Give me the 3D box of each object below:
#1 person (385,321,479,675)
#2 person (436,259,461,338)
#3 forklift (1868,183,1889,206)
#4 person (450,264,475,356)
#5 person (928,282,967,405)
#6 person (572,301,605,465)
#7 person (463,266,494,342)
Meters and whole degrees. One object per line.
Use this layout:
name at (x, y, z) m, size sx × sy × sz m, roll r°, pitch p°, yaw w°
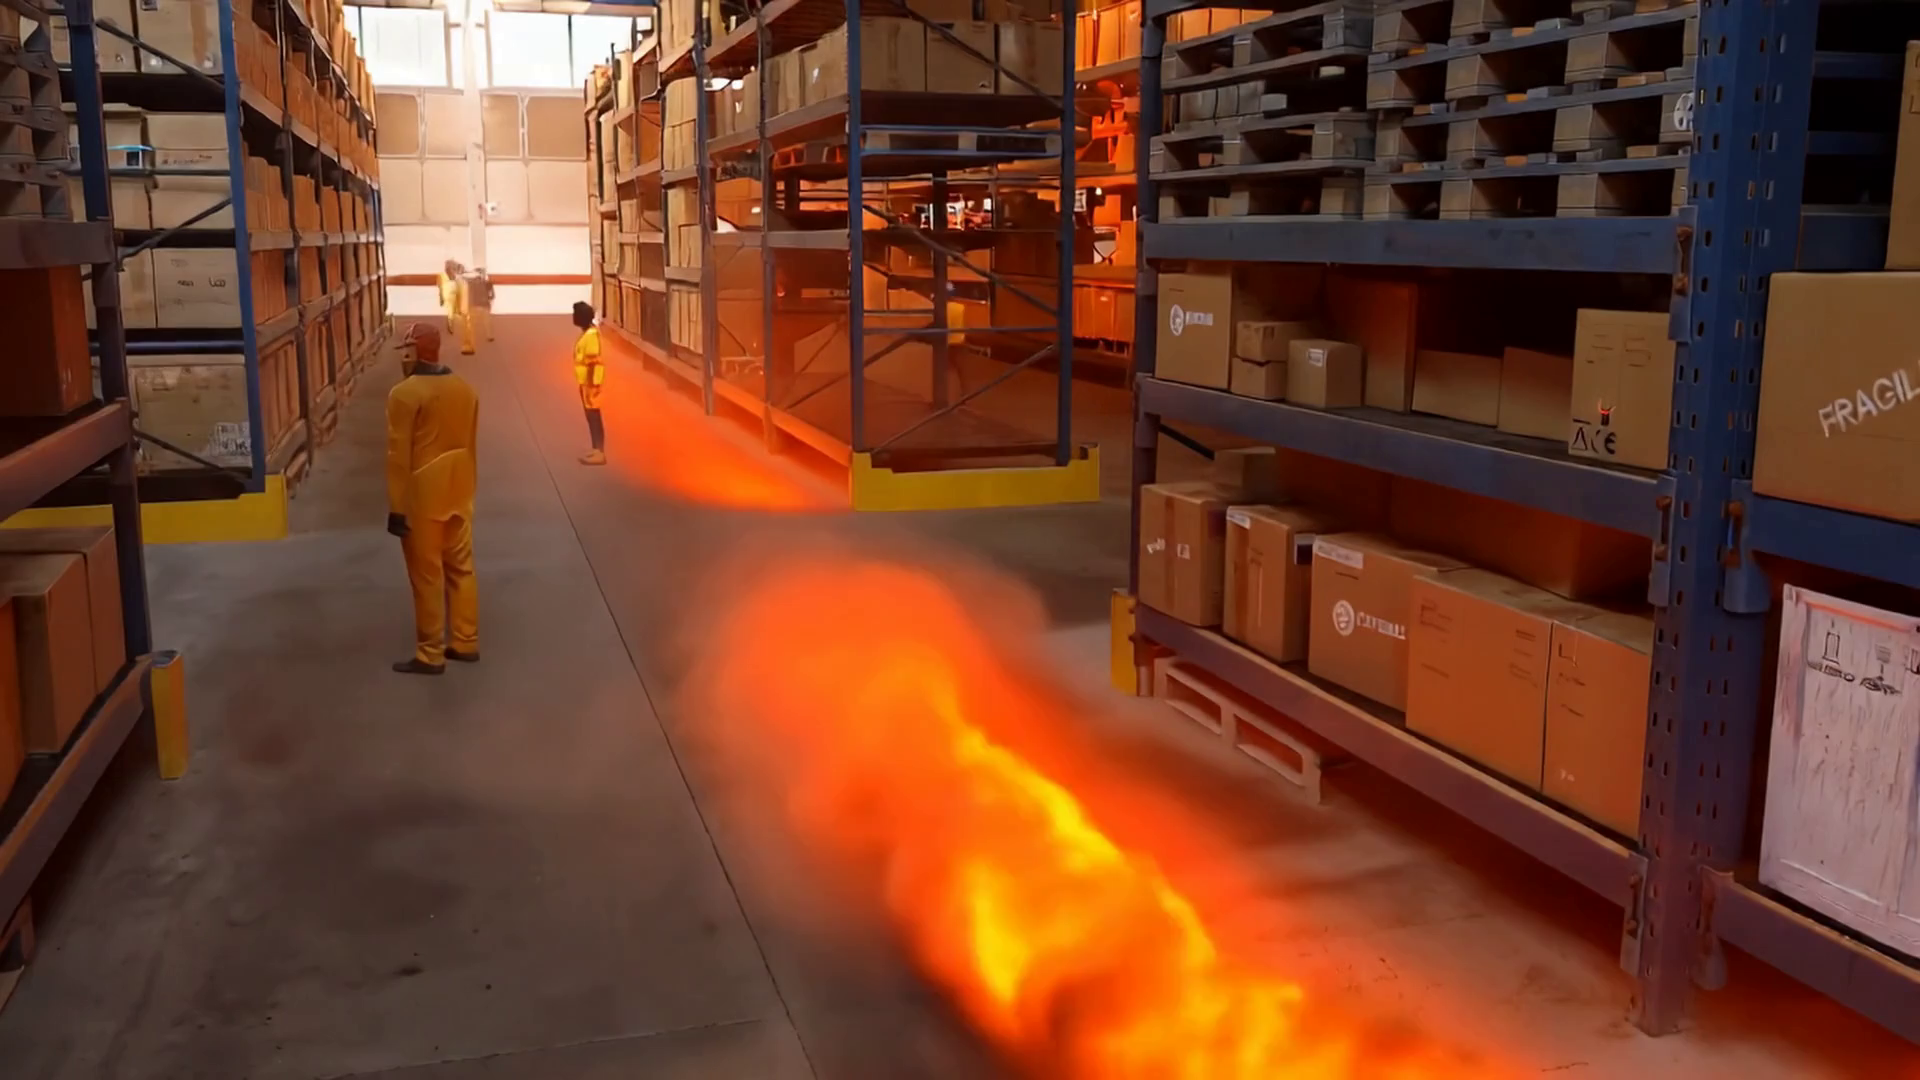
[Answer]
person at (-2.879, -0.229, 9.025) m, size 0.399 × 1.900 × 0.643 m, roll 4°, pitch 11°, yaw 20°
person at (-11.896, -5.625, 38.792) m, size 0.434 × 1.828 × 0.640 m, roll 9°, pitch 14°, yaw 42°
forklift at (7.121, -1.594, 13.807) m, size 1.873 × 2.768 × 1.129 m, roll -3°, pitch 11°, yaw -16°
person at (-9.890, -4.579, 33.106) m, size 0.415 × 1.821 × 0.610 m, roll -3°, pitch 11°, yaw -17°
person at (-0.146, -2.770, 23.458) m, size 0.527 × 1.721 × 0.922 m, roll -4°, pitch 11°, yaw -23°
person at (-3.854, -1.629, 17.247) m, size 0.317 × 1.695 × 0.537 m, roll -4°, pitch 11°, yaw -21°
person at (-10.676, -5.200, 36.819) m, size 0.602 × 1.705 × 0.874 m, roll 3°, pitch 11°, yaw 16°
